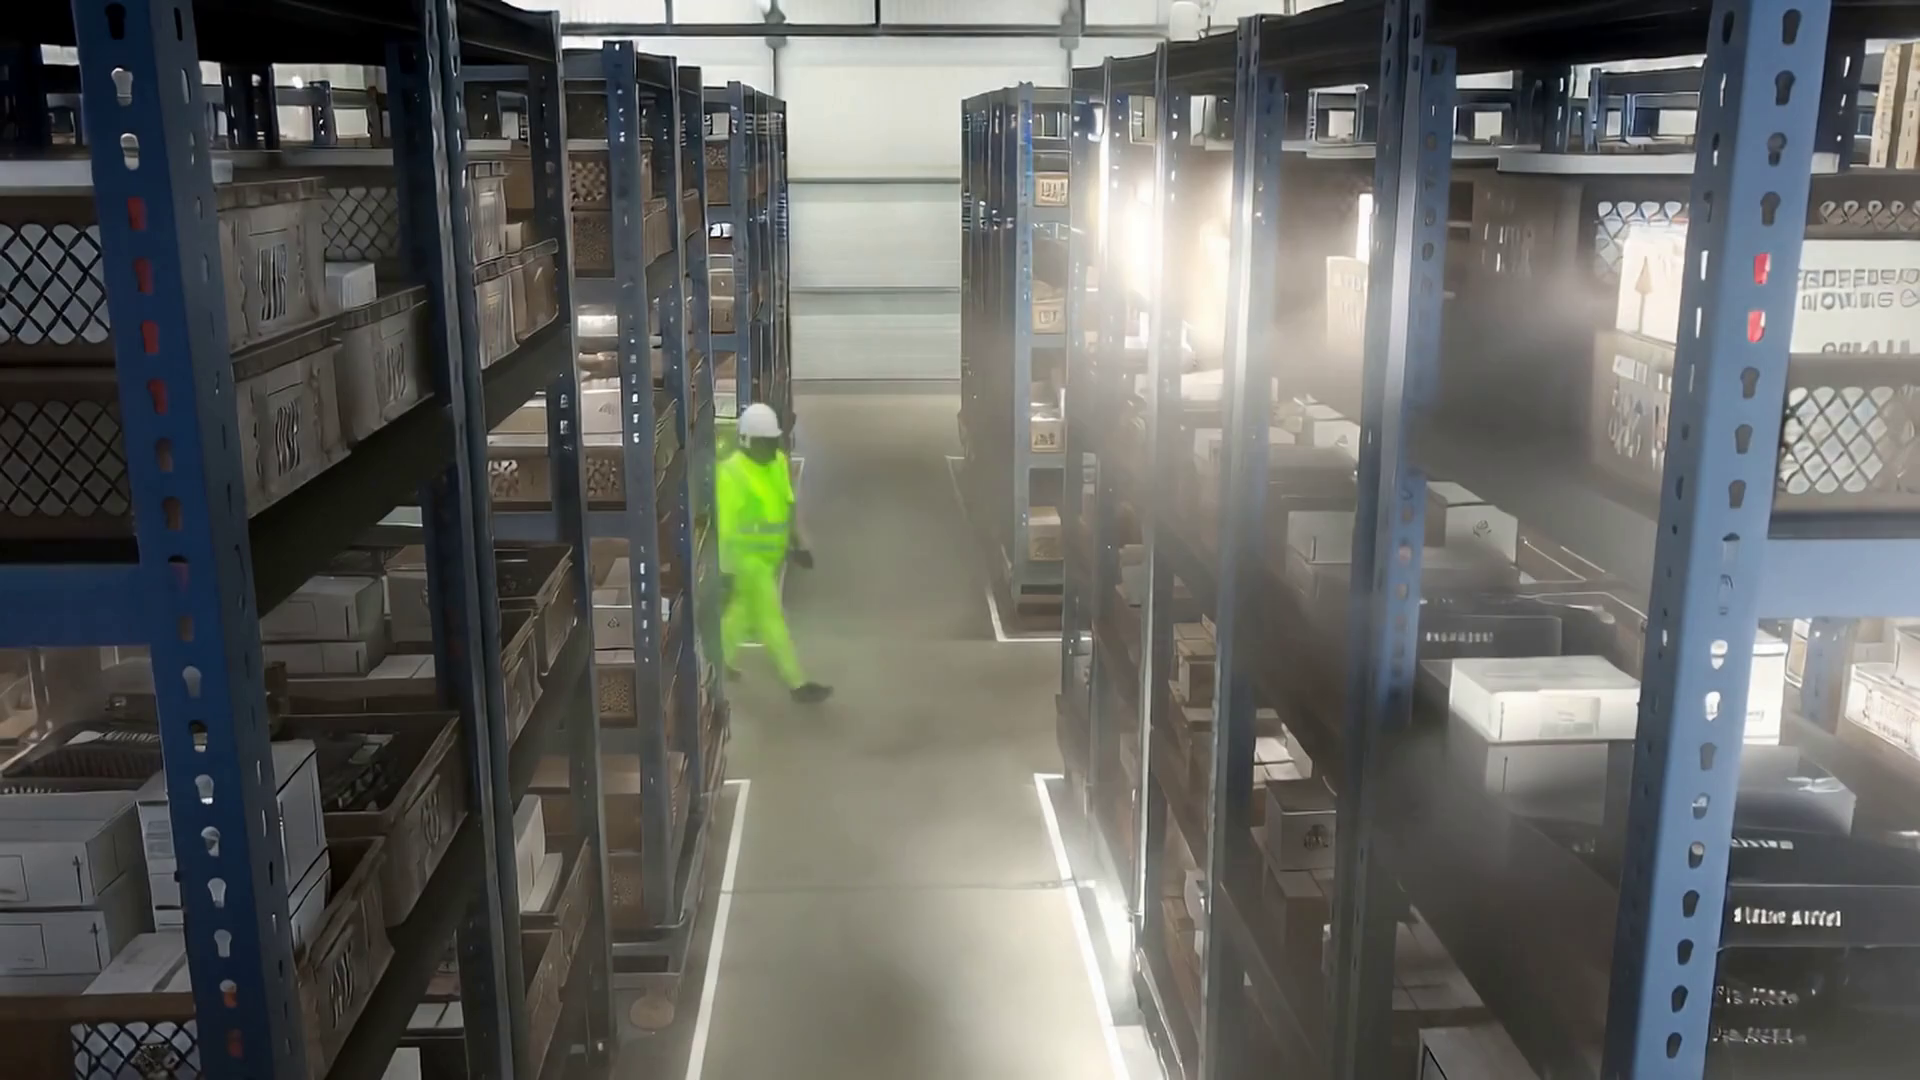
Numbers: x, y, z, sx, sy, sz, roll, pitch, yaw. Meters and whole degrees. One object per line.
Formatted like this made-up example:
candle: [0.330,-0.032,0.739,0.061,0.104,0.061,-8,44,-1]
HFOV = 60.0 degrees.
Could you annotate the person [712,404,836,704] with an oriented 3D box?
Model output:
person: [-1.184,0.065,9.847,0.985,1.780,0.585,6,15,24]
